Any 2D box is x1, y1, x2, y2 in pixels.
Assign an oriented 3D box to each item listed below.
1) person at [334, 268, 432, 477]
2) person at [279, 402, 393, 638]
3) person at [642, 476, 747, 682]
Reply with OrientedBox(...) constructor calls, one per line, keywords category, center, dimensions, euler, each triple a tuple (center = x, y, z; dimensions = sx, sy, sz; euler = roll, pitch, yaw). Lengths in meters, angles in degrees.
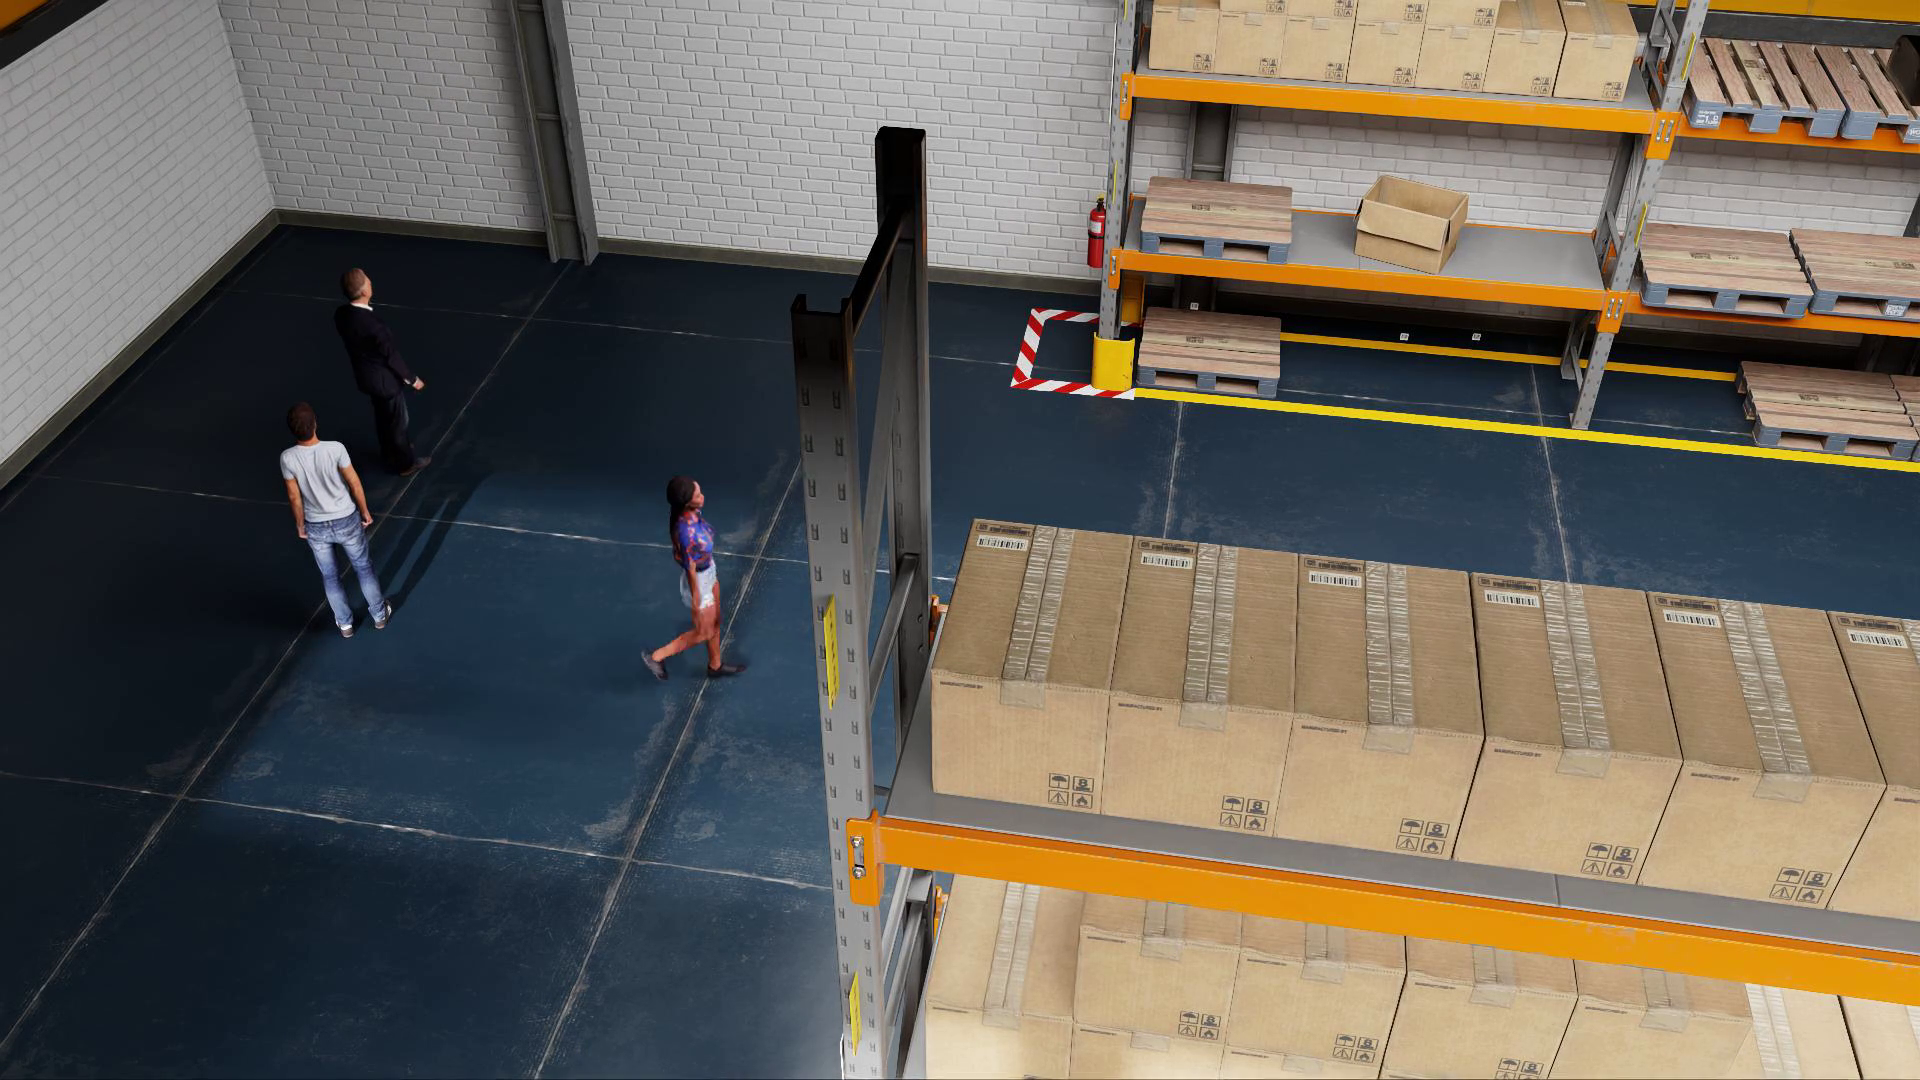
OrientedBox(category="person", center=(-4.515, -1.268, 12.864), dimensions=(0.762, 1.811, 0.872), euler=(27, 46, 30))
OrientedBox(category="person", center=(-4.307, -0.134, 11.400), dimensions=(0.654, 1.865, 0.779), euler=(-13, 40, -16))
OrientedBox(category="person", center=(-1.816, 0.299, 10.968), dimensions=(0.964, 1.727, 0.733), euler=(-3, 39, -4))
